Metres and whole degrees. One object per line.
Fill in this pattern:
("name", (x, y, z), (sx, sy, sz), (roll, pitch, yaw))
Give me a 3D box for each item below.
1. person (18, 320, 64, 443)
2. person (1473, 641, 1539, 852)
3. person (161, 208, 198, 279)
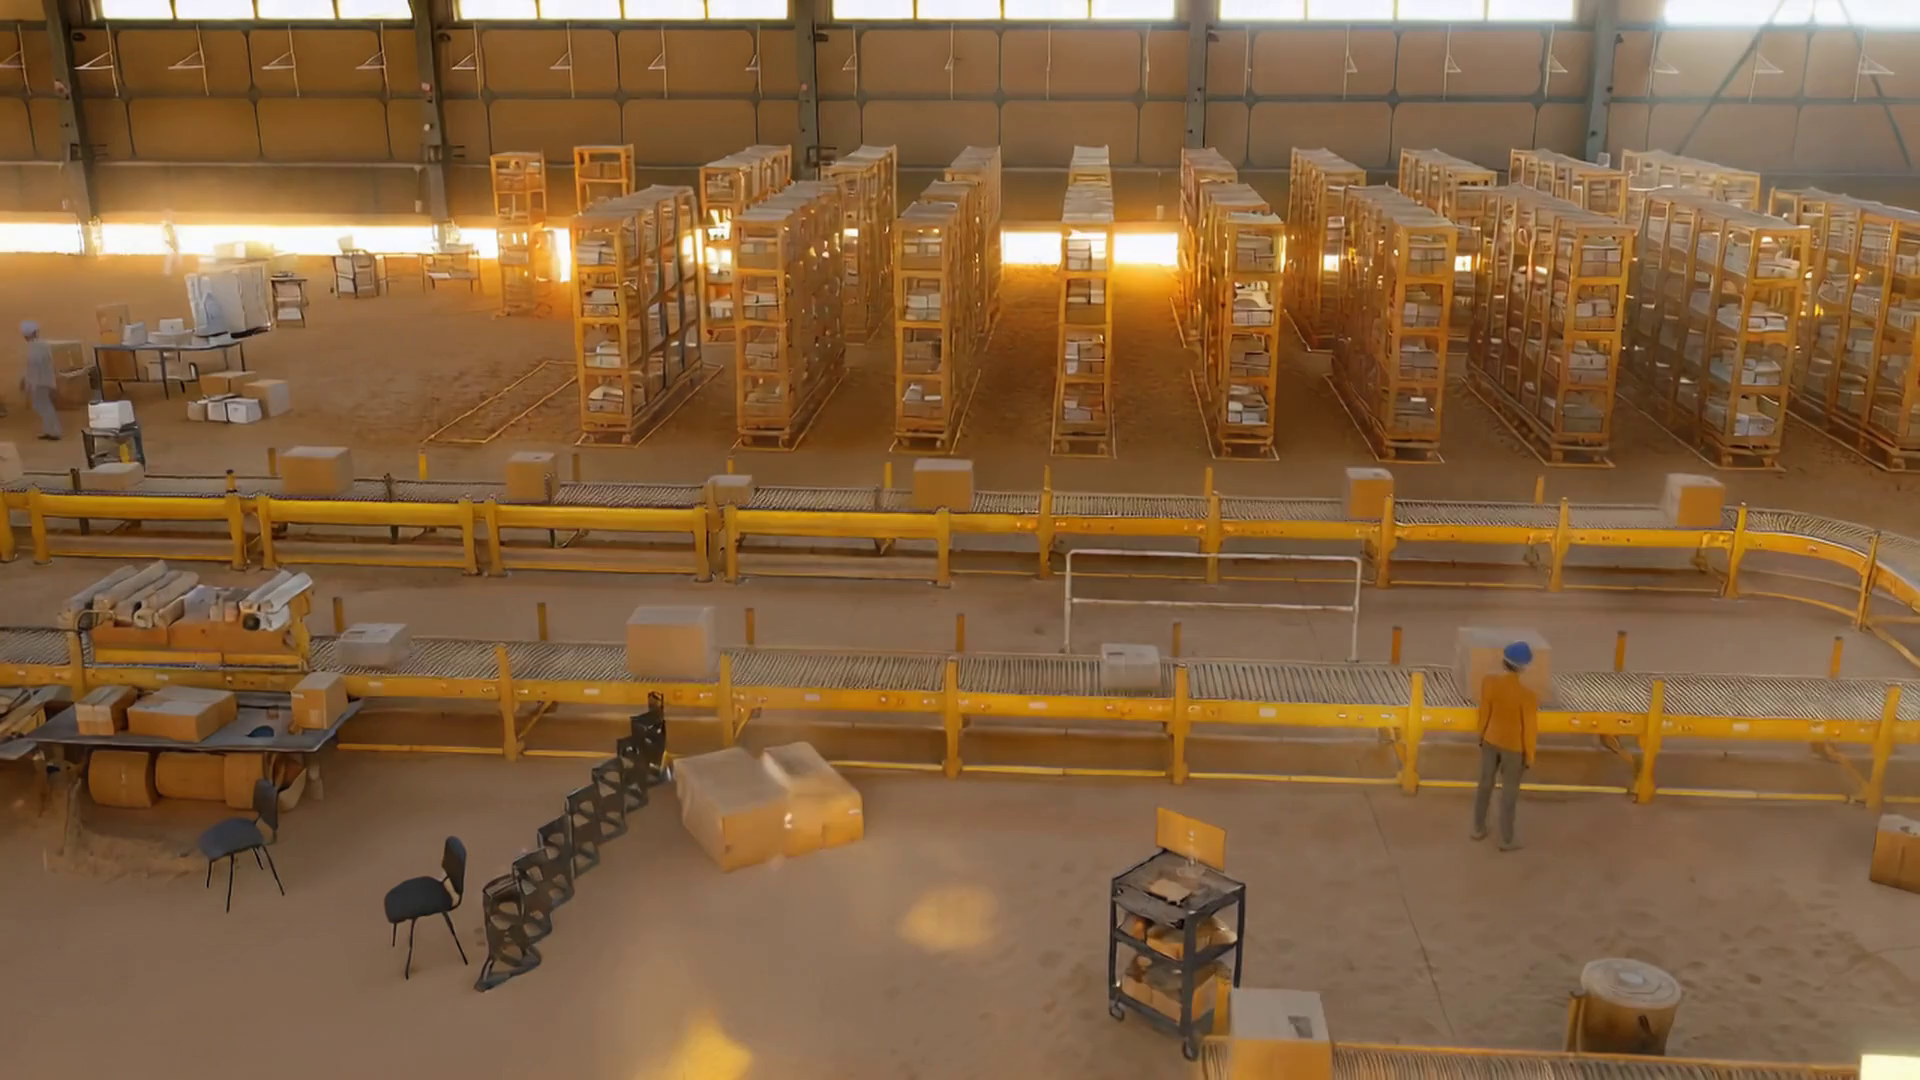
("person", (-14.549, -2.480, 26.196), (0.620, 1.964, 0.613), (-3, 18, -8))
("person", (4.419, 1.652, 13.428), (0.311, 1.768, 0.533), (-13, 22, -36))
("person", (-20.189, -7.641, 42.861), (0.893, 1.808, 0.629), (-7, 19, -21))
